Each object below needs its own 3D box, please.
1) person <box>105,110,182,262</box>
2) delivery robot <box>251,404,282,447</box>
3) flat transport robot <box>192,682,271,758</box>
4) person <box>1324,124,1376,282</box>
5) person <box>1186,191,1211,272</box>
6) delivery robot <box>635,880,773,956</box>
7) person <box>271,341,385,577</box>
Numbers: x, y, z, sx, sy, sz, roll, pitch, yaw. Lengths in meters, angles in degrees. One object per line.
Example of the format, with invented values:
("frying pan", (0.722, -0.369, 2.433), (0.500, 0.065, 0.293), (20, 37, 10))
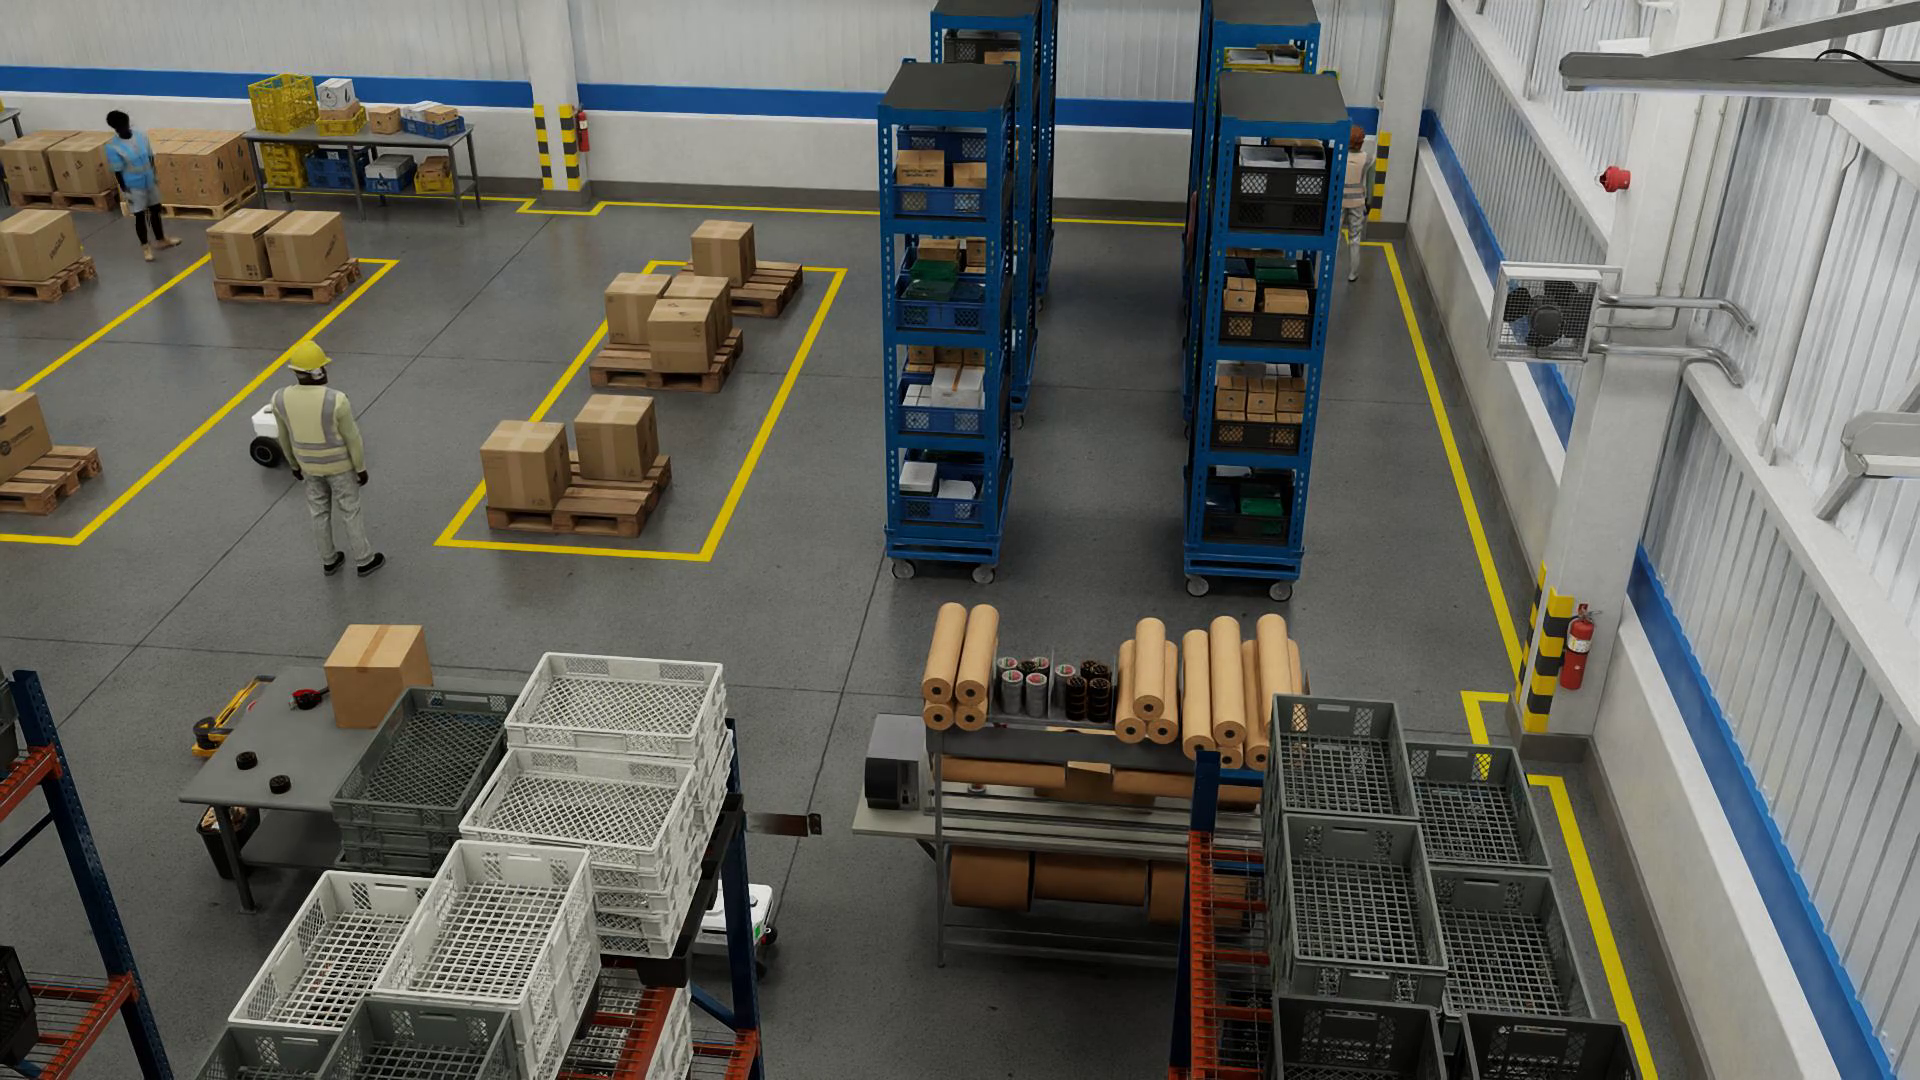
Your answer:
("person", (-8.795, -3.842, 17.871), (0.386, 1.658, 0.677), (13, 32, 20))
("delivery robot", (-5.531, -0.971, 13.944), (0.707, 0.478, 0.477), (4, 31, 7))
("flat transport robot", (-4.089, 1.163, 10.648), (1.431, 0.197, 0.652), (3, 30, 6))
("person", (4.021, -3.489, 17.286), (0.517, 1.639, 0.313), (4, 30, 7))
("person", (2.417, -2.663, 15.522), (0.616, 1.990, 0.393), (4, 30, 7))
("delivery robot", (-1.361, 1.987, 8.863), (0.707, 0.478, 0.477), (3, 30, 6))
("person", (-4.598, -0.577, 12.098), (0.595, 1.828, 0.403), (4, 30, 7))
